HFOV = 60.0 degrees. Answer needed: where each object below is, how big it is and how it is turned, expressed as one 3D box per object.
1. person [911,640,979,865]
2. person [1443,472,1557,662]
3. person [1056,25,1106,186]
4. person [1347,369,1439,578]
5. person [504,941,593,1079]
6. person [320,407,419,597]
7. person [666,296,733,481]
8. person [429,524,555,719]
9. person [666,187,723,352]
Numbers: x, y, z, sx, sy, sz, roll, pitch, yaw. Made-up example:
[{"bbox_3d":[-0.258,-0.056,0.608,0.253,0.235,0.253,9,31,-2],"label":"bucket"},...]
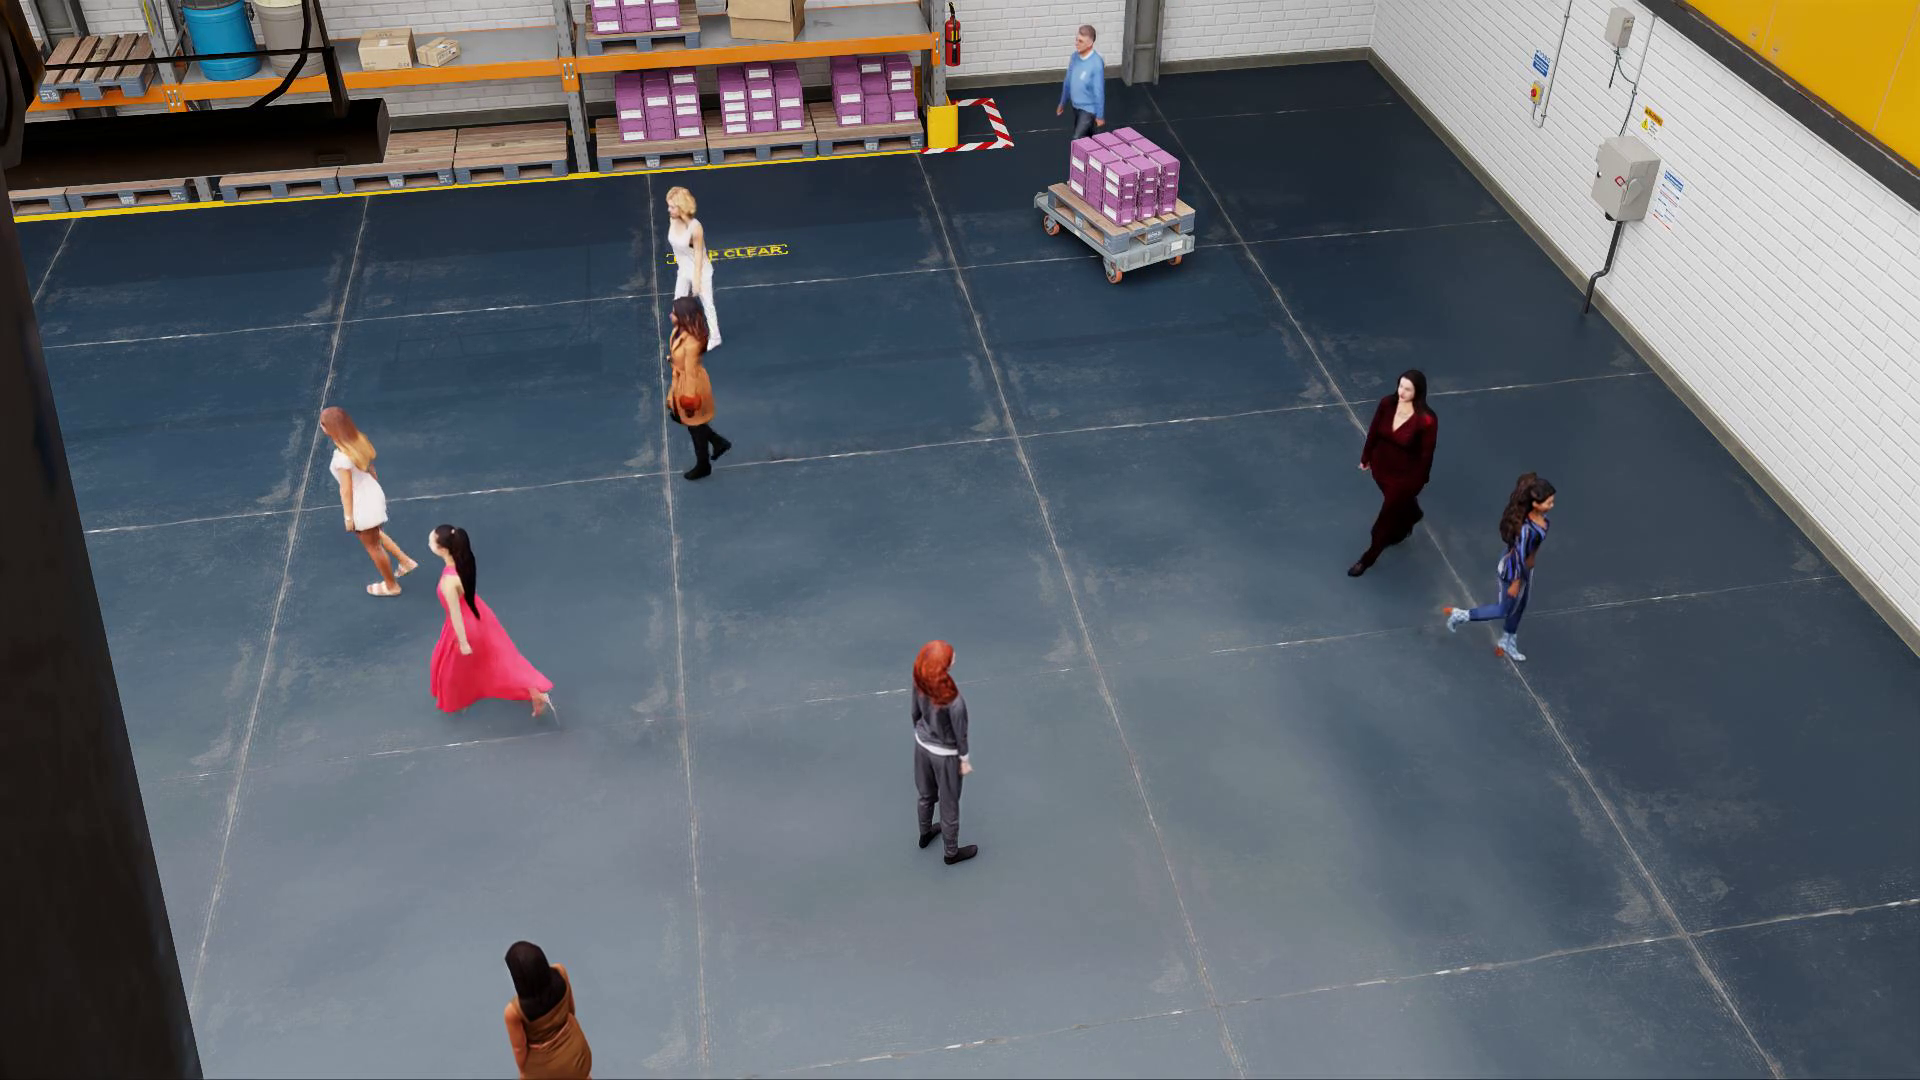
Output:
[{"bbox_3d":[-0.128,1.302,10.256,0.680,1.779,0.662,-31,48,-33],"label":"person"},{"bbox_3d":[3.866,0.195,11.782,0.997,1.604,0.896,16,41,19],"label":"person"},{"bbox_3d":[1.404,-4.612,17.654,0.945,1.789,0.808,-18,42,-22],"label":"person"},{"bbox_3d":[3.385,-0.562,12.655,1.243,1.698,1.023,-26,46,-29],"label":"person"},{"bbox_3d":[-2.113,2.659,8.631,0.689,1.686,0.631,23,44,26],"label":"person"},{"bbox_3d":[-4.318,-0.267,12.296,0.674,1.685,0.613,-1,39,-1],"label":"person"},{"bbox_3d":[-2.082,-1.223,13.472,0.754,1.712,0.740,-10,40,-12],"label":"person"},{"bbox_3d":[-3.217,0.595,11.213,1.174,1.690,0.839,6,39,8],"label":"person"},{"bbox_3d":[-2.331,-2.468,15.079,0.771,1.651,0.828,28,46,31],"label":"person"}]
